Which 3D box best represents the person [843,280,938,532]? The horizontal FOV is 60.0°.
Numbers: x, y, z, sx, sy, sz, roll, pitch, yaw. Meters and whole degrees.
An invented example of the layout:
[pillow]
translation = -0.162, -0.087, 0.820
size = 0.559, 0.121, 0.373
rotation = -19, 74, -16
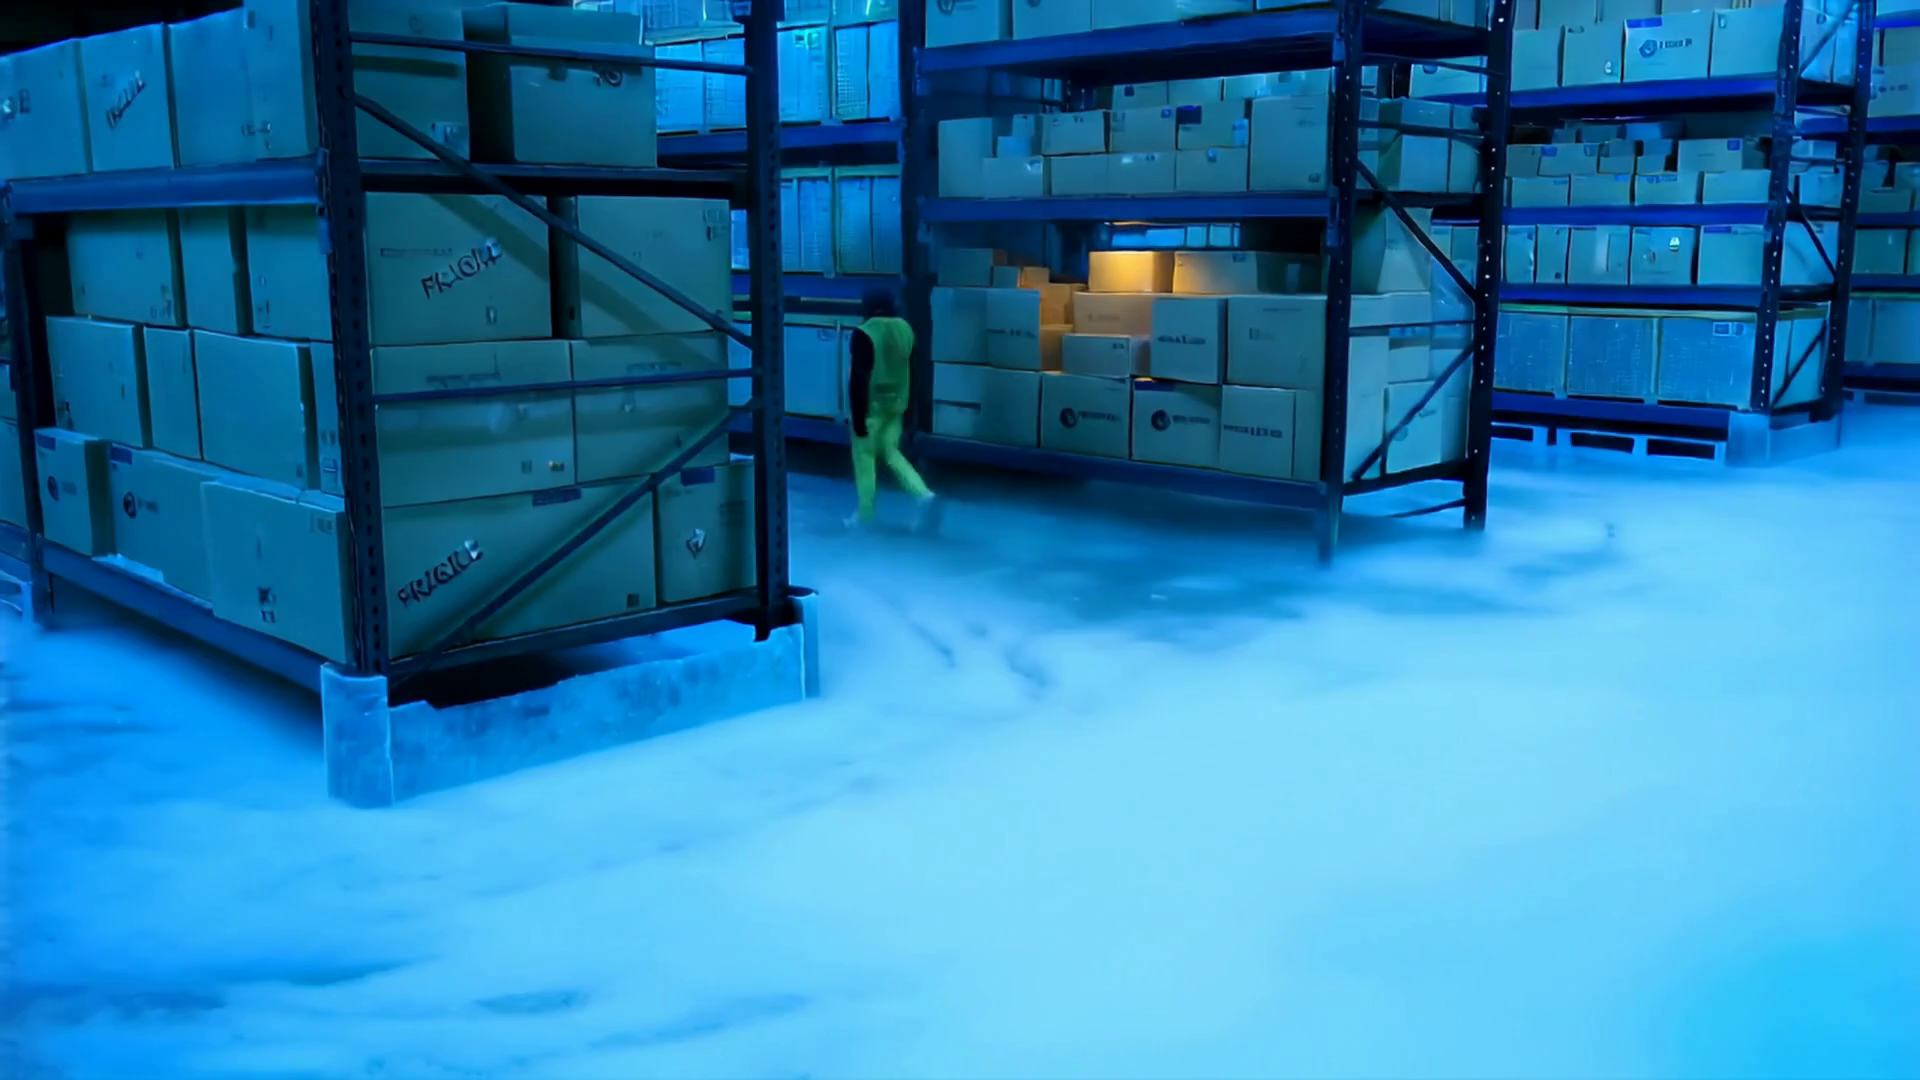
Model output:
[person]
translation = -0.526, -0.938, 11.872
size = 0.666, 1.822, 0.628
rotation = 8, 13, 36
